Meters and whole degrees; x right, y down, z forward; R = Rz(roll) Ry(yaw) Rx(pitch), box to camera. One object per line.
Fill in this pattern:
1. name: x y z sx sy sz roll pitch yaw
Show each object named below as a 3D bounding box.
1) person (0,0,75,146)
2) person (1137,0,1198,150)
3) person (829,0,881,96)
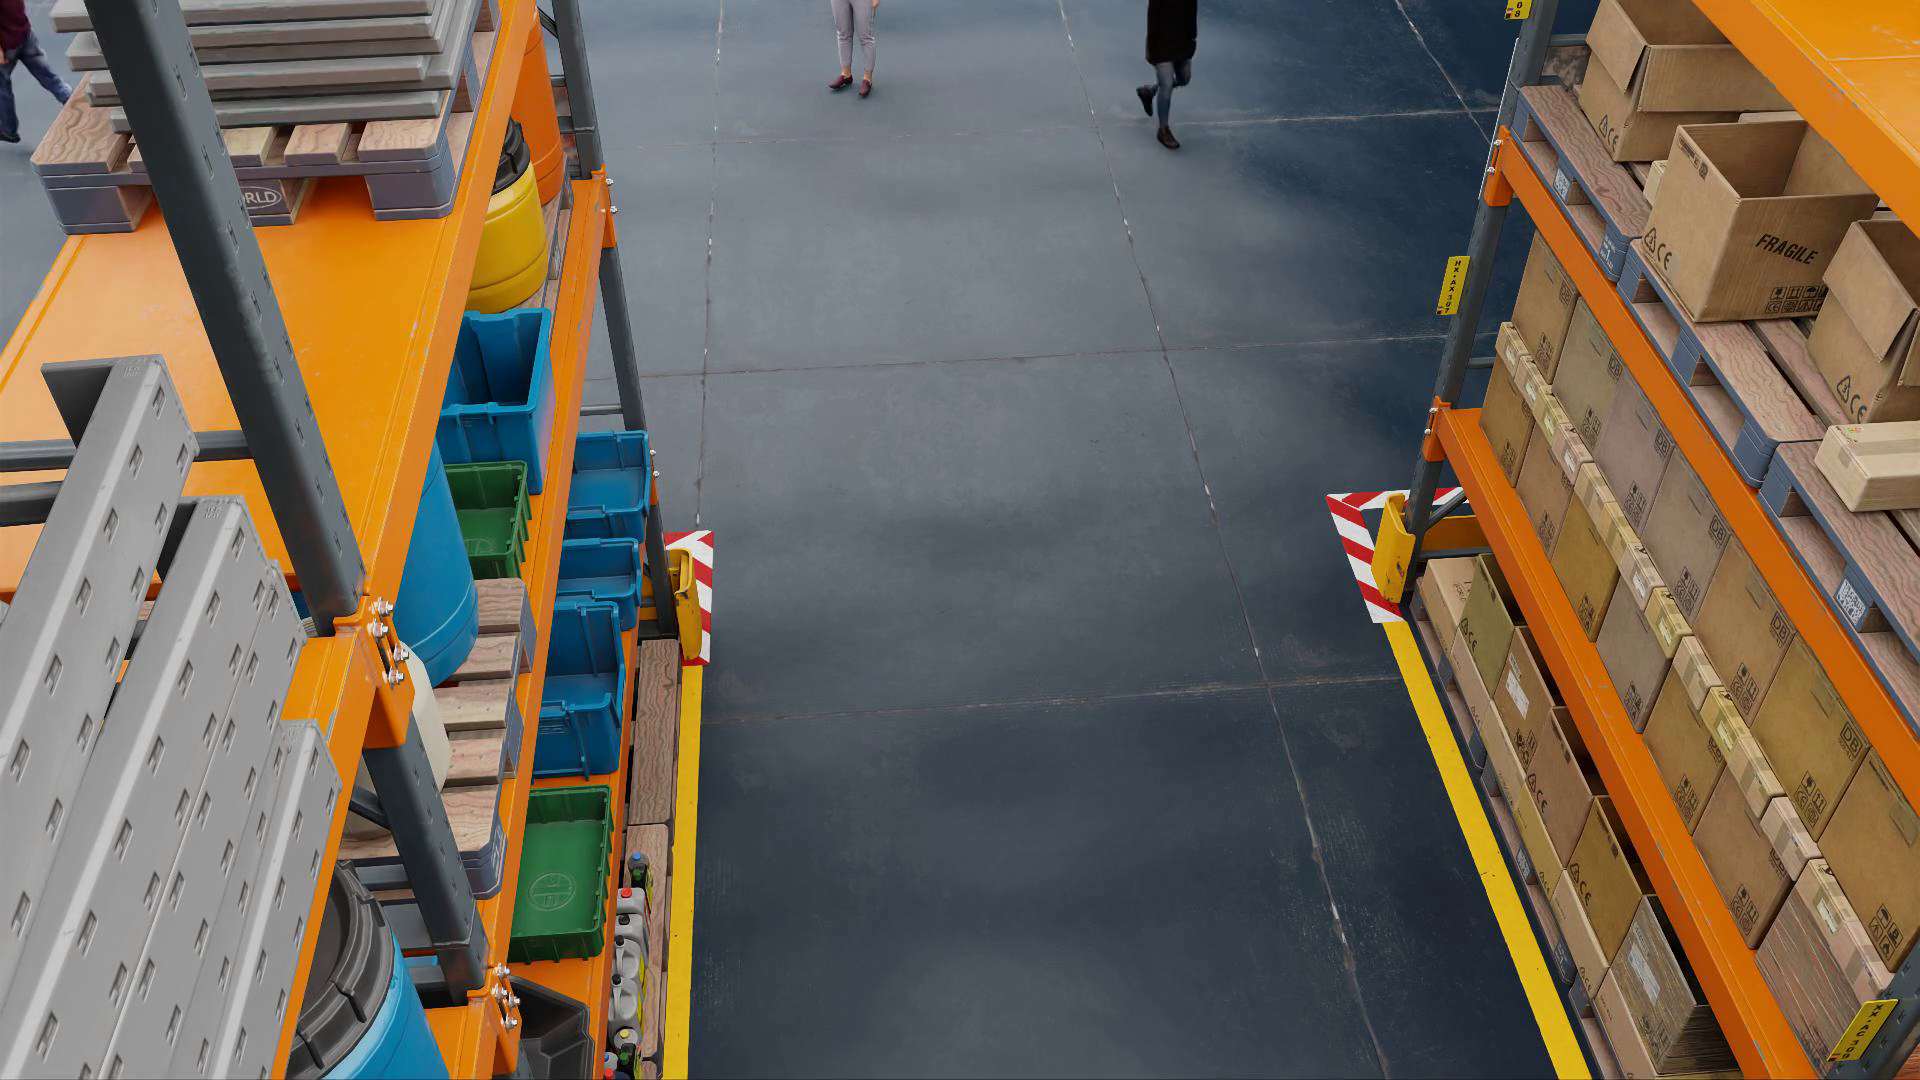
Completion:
1. person: -6.919 -3.689 12.246 1.027 1.804 1.211 11 43 12
2. person: 1.543 -3.770 12.471 0.836 1.619 0.945 -25 48 -25
3. person: -0.844 -4.283 13.045 0.678 1.607 0.684 18 45 19
